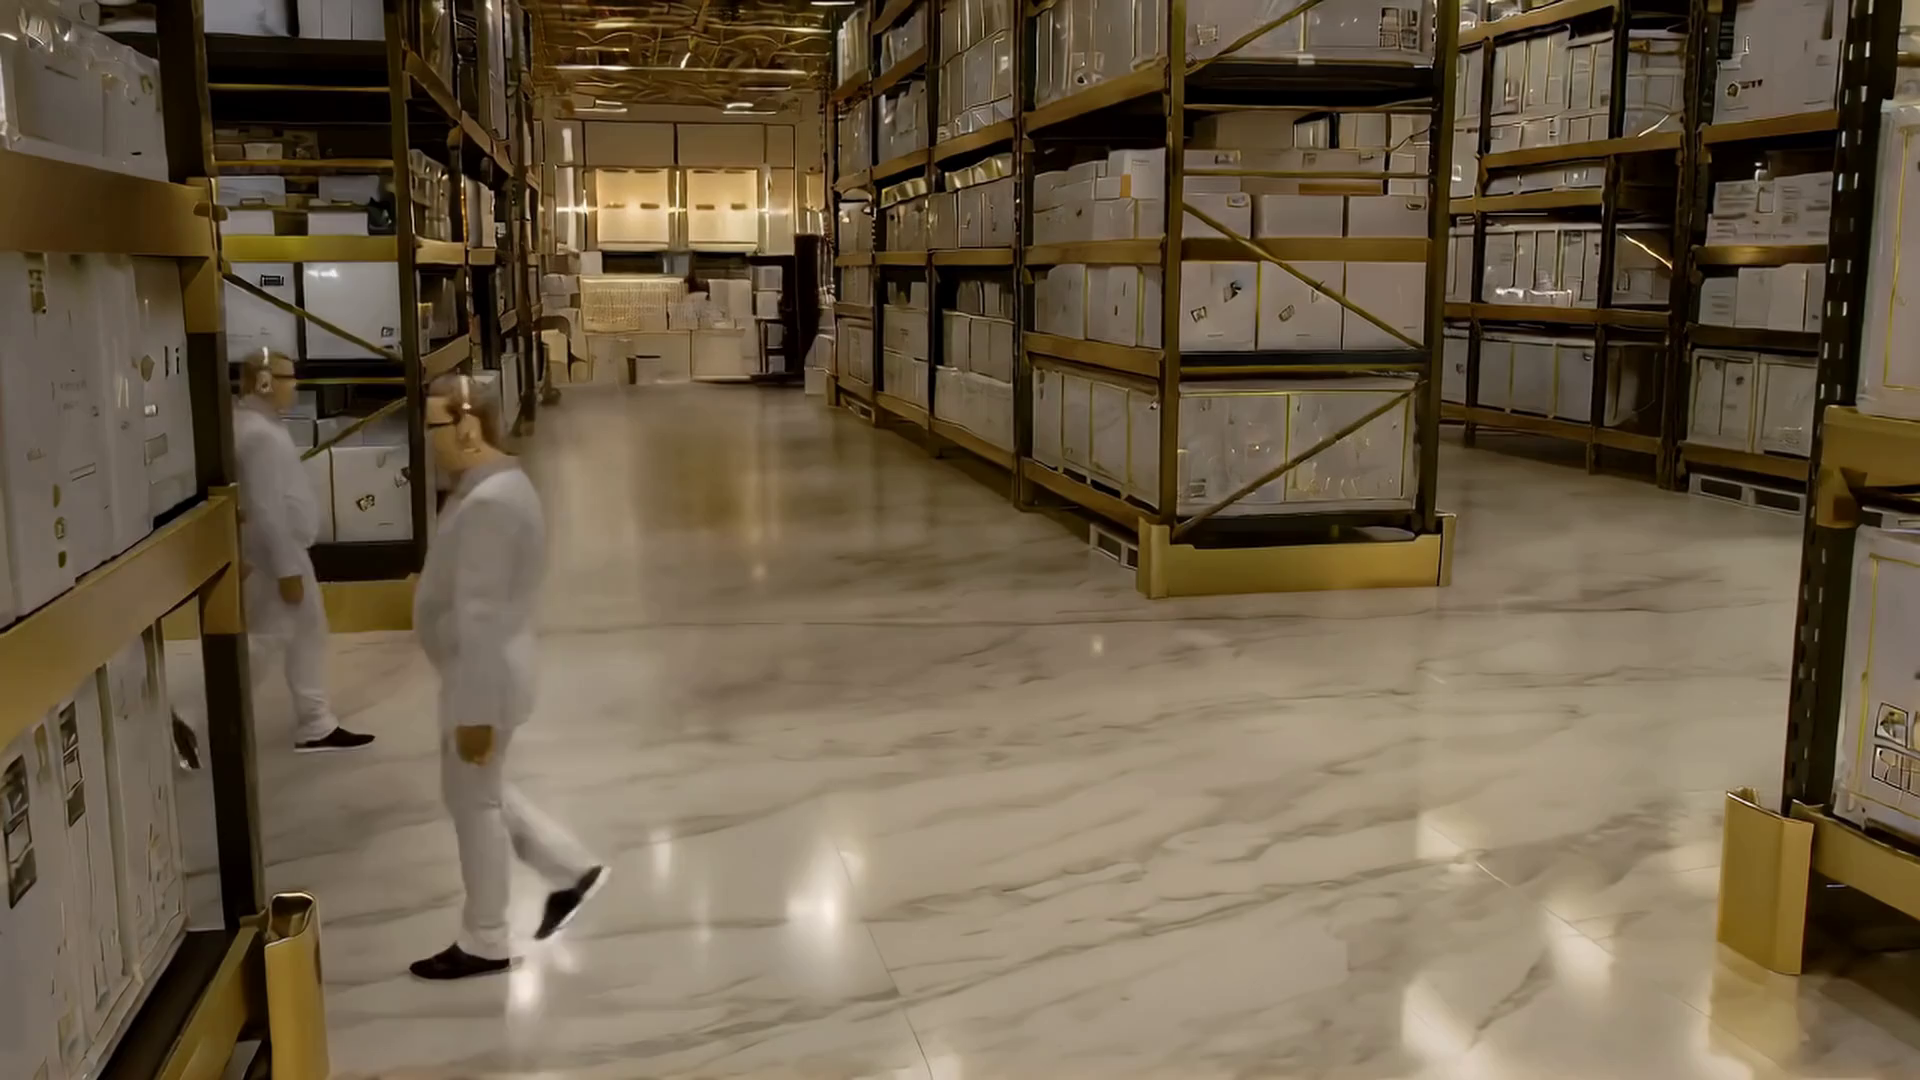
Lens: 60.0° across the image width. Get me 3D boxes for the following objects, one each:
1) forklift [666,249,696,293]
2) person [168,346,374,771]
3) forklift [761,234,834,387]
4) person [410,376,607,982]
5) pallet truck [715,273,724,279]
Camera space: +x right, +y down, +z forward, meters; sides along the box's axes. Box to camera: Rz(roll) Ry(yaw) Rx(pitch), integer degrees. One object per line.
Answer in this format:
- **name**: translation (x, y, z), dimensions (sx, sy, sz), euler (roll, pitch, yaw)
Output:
- **forklift**: translation (-9.168, -8.197, 54.788), dimensions (1.873, 2.768, 1.129), euler (9, 13, 43)
- **person**: translation (-3.118, 0.081, 7.382), dimensions (0.809, 1.878, 0.649), euler (-3, 10, -19)
- **forklift**: translation (-2.837, -4.268, 30.836), dimensions (1.873, 2.768, 1.129), euler (-2, 10, -13)
- **person**: translation (-1.449, 0.436, 5.156), dimensions (0.500, 1.893, 0.668), euler (-2, 10, -11)
- **pallet truck**: translation (-8.580, -8.986, 62.280), dimensions (1.885, 1.965, 0.823), euler (1, 9, 5)
